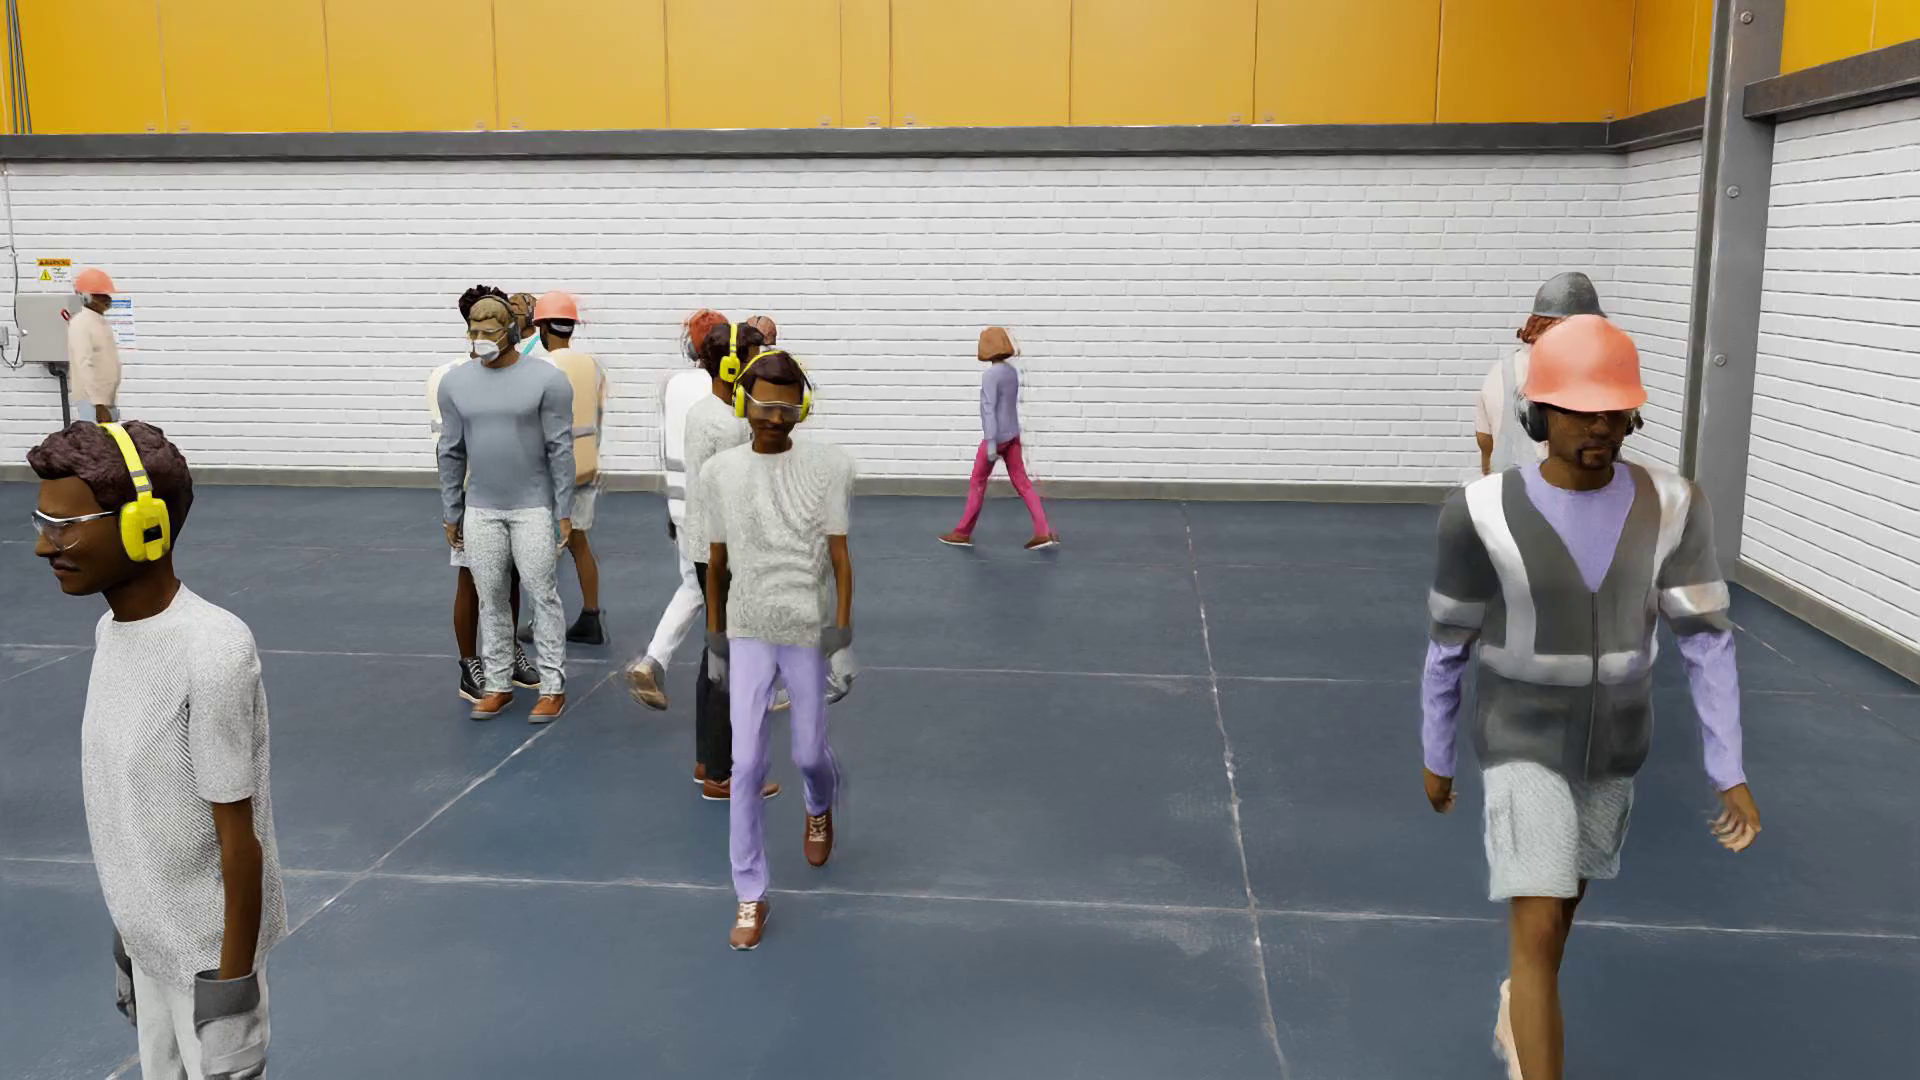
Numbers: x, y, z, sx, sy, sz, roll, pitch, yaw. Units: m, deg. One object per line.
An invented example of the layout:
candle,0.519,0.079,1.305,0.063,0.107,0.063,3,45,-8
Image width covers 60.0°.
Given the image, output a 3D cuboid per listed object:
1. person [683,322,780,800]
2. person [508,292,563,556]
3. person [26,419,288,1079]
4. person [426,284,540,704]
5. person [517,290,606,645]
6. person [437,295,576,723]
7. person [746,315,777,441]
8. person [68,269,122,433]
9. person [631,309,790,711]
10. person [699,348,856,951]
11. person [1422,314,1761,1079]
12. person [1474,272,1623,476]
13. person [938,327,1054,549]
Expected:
person,-0.896,0.088,6.451,0.334,1.857,0.529,-4,11,-21
person,-2.961,-0.789,11.530,0.336,1.838,0.512,-6,12,-31
person,-1.312,0.722,2.807,0.510,1.861,0.324,9,13,42
person,-2.217,-0.220,7.887,0.367,1.966,0.607,6,11,30
person,-2.205,-0.377,8.939,0.629,1.908,0.587,6,12,32
person,-2.044,-0.134,7.514,0.635,1.929,0.382,1,10,6
person,-1.467,-0.861,12.491,0.306,1.640,0.522,4,11,23
person,-6.598,-1.077,12.795,0.414,1.979,0.660,-2,10,-9
person,-1.158,-0.105,7.505,0.609,1.866,0.715,8,13,40
person,-0.568,0.297,5.320,0.503,1.839,0.785,0,10,0
person,1.404,0.483,3.811,0.620,1.976,1.077,0,10,-2
person,2.540,-0.114,7.064,0.539,2.000,0.689,-4,11,-24
person,0.286,-0.720,11.845,0.878,1.588,0.518,6,11,29
